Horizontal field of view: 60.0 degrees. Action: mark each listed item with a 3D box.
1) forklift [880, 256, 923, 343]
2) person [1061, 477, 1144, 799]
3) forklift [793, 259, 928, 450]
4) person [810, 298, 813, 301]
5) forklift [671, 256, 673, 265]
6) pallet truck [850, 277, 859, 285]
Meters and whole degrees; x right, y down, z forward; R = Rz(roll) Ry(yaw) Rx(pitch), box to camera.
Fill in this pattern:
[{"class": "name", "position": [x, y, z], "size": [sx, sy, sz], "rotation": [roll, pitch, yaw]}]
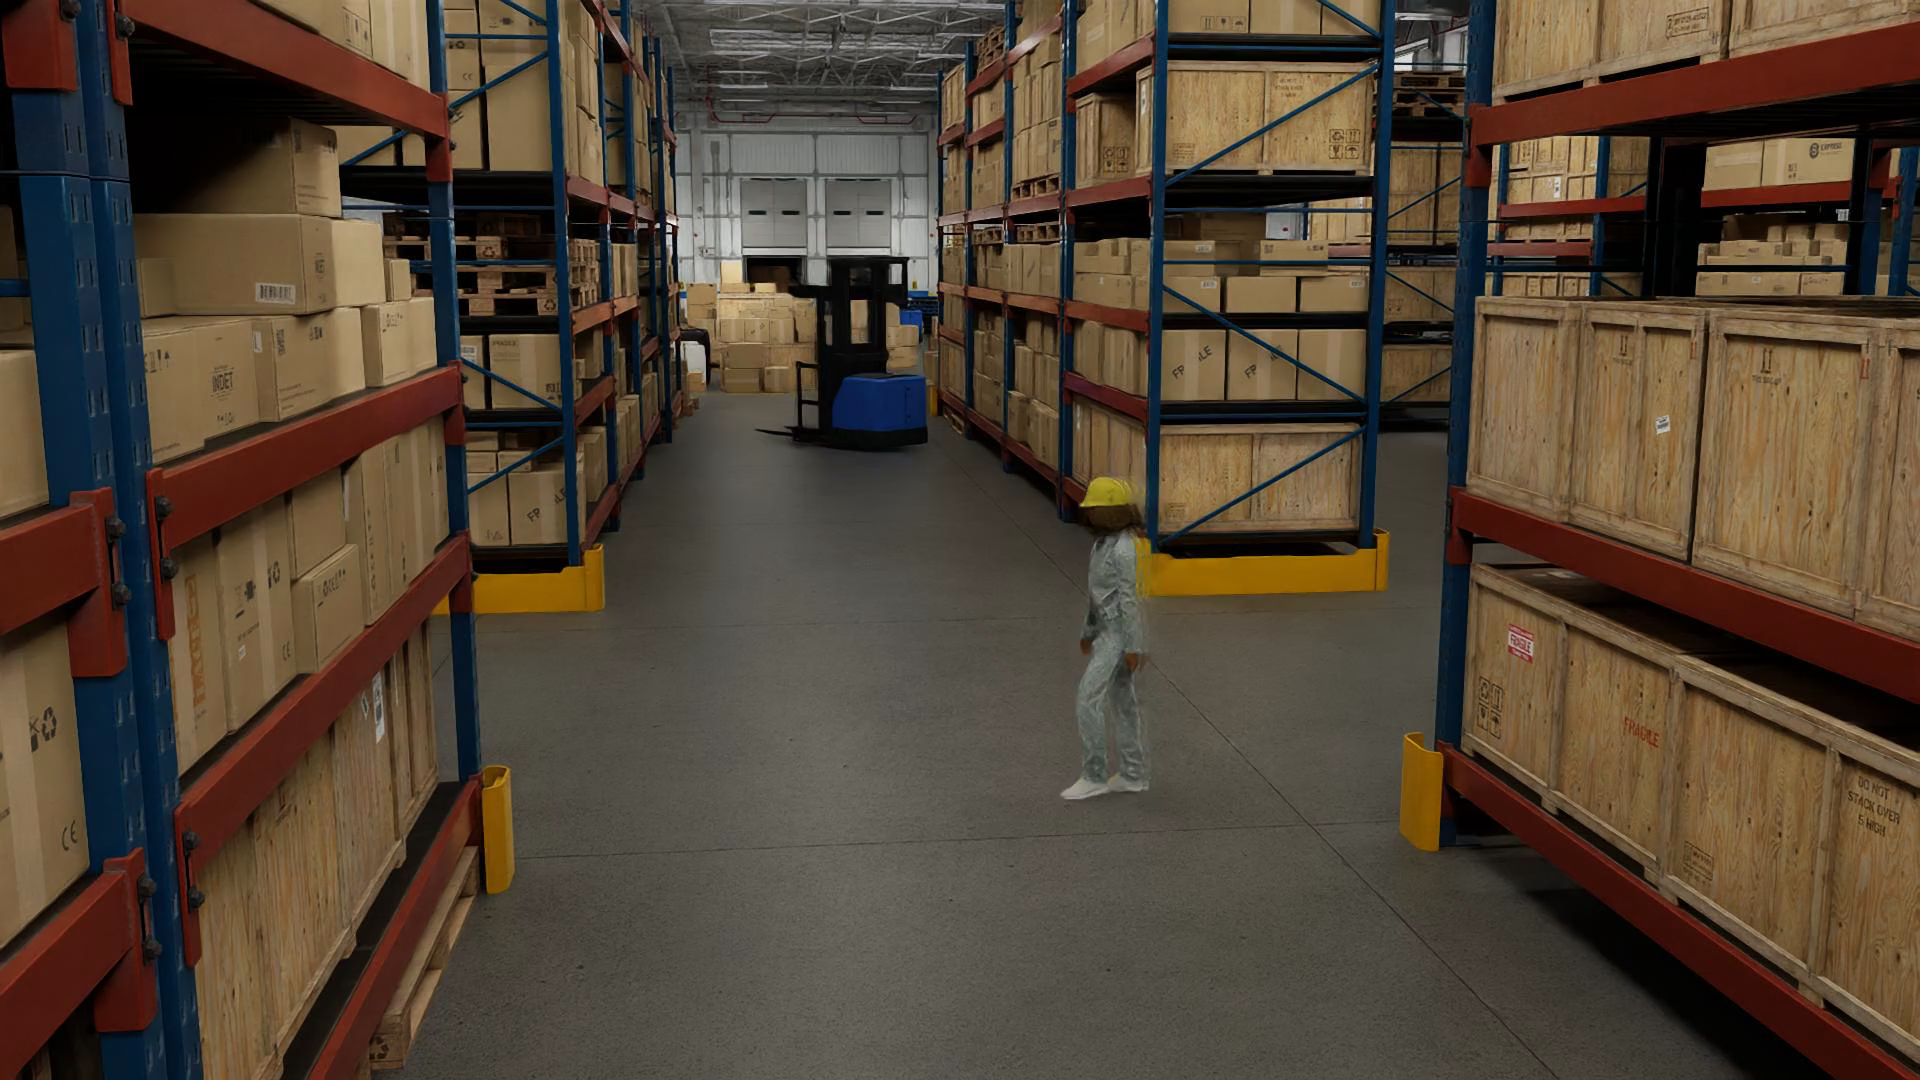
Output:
[{"class": "forklift", "position": [-2.114, -7.817, 54.072], "size": [1.129, 2.768, 1.873], "rotation": [-6, 12, -33]}, {"class": "person", "position": [0.727, 0.525, 8.846], "size": [0.624, 1.721, 0.516], "rotation": [-1, 10, -8]}, {"class": "forklift", "position": [-1.489, -2.827, 25.025], "size": [1.873, 2.768, 1.129], "rotation": [9, 13, 41]}, {"class": "person", "position": [-4.287, -5.948, 46.012], "size": [0.513, 1.923, 0.644], "rotation": [0, 10, 0]}, {"class": "forklift", "position": [-10.985, -9.066, 61.343], "size": [1.129, 2.768, 1.873], "rotation": [-1, 10, -7]}, {"class": "pallet truck", "position": [-3.782, -9.391, 65.808], "size": [1.885, 1.965, 0.823], "rotation": [2, 10, 10]}]
